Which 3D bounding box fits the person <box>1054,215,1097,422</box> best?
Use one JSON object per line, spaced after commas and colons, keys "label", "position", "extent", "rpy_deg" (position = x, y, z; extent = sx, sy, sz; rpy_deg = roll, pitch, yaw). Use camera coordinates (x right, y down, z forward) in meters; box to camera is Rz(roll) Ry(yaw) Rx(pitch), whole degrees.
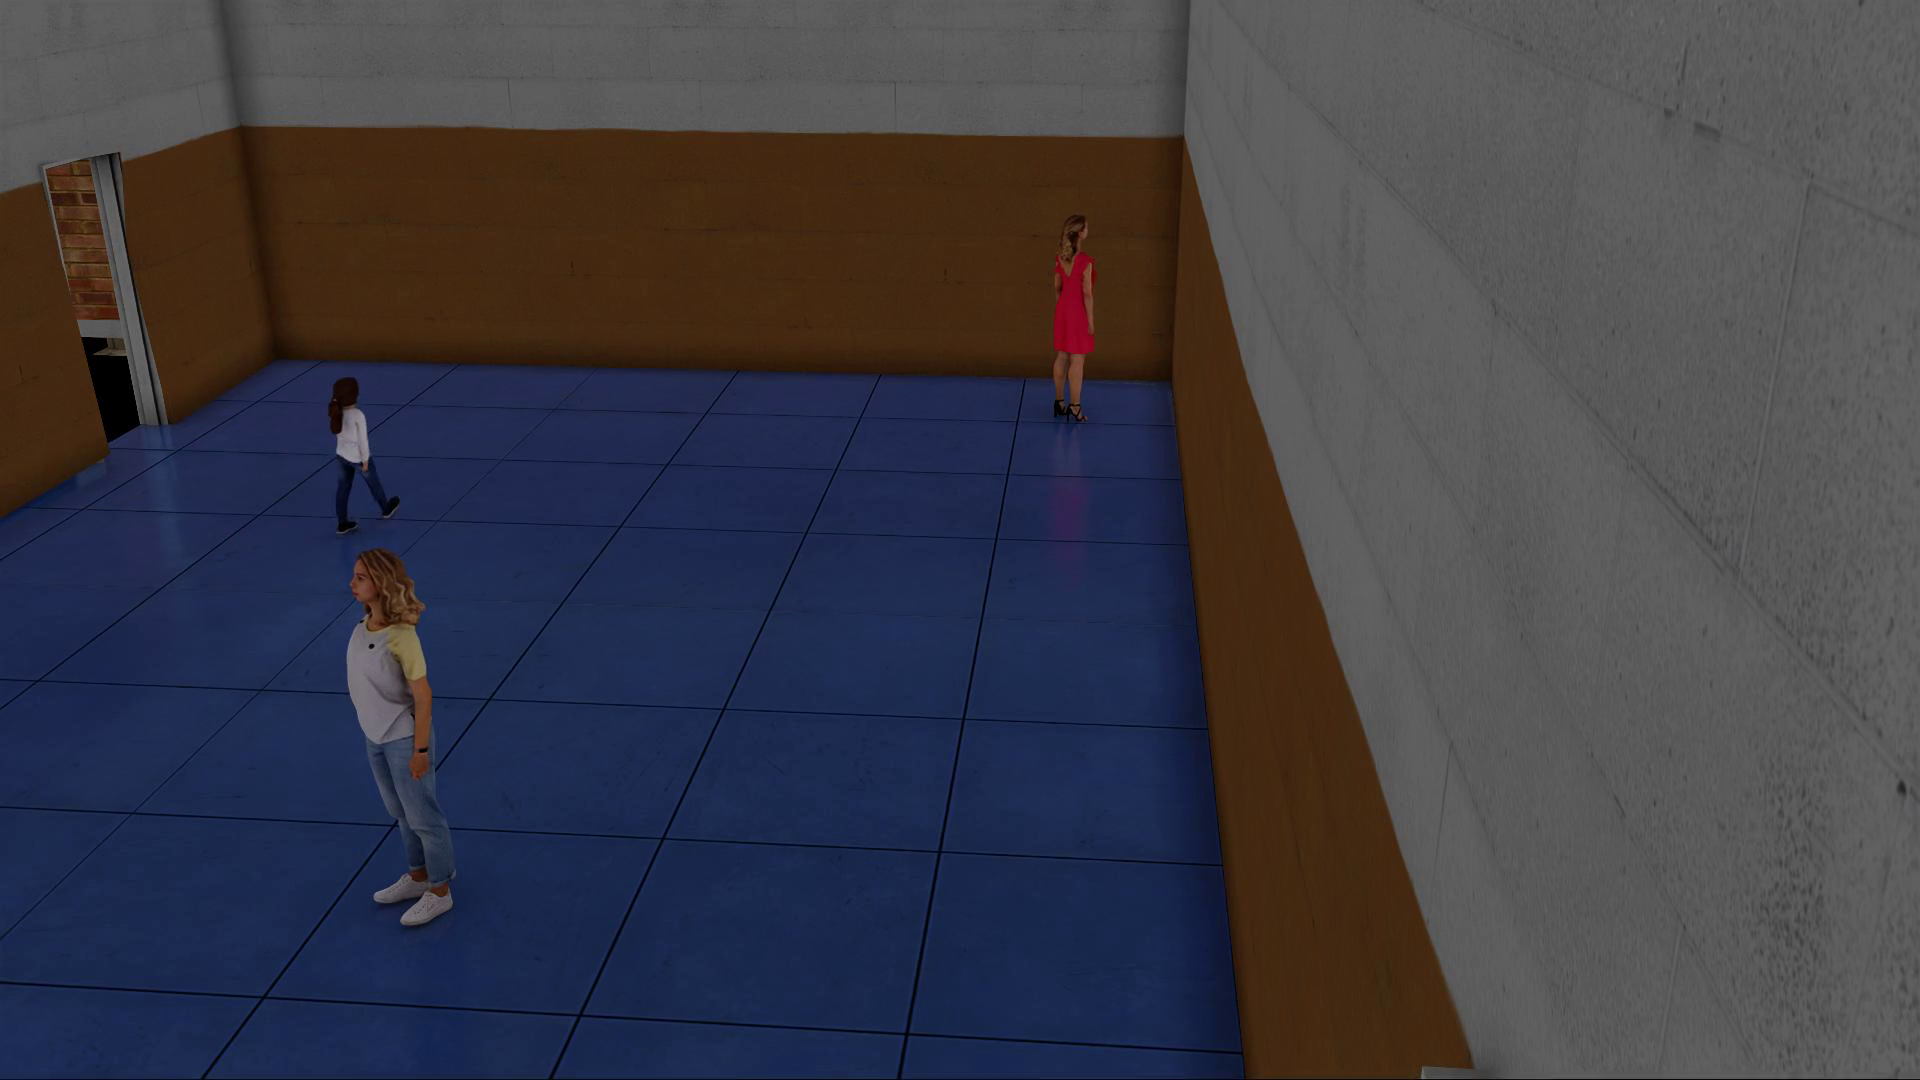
{"label": "person", "position": [0.934, -1.851, 13.829], "extent": [0.717, 1.728, 0.664], "rpy_deg": [-16, 27, -34]}

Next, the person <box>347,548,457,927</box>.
{"label": "person", "position": [-2.392, 0.836, 7.130], "extent": [0.768, 1.723, 0.692], "rpy_deg": [-20, 29, -41]}

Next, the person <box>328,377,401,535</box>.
{"label": "person", "position": [-4.236, -0.569, 11.502], "extent": [0.751, 1.084, 0.632], "rpy_deg": [7, 23, 17]}
